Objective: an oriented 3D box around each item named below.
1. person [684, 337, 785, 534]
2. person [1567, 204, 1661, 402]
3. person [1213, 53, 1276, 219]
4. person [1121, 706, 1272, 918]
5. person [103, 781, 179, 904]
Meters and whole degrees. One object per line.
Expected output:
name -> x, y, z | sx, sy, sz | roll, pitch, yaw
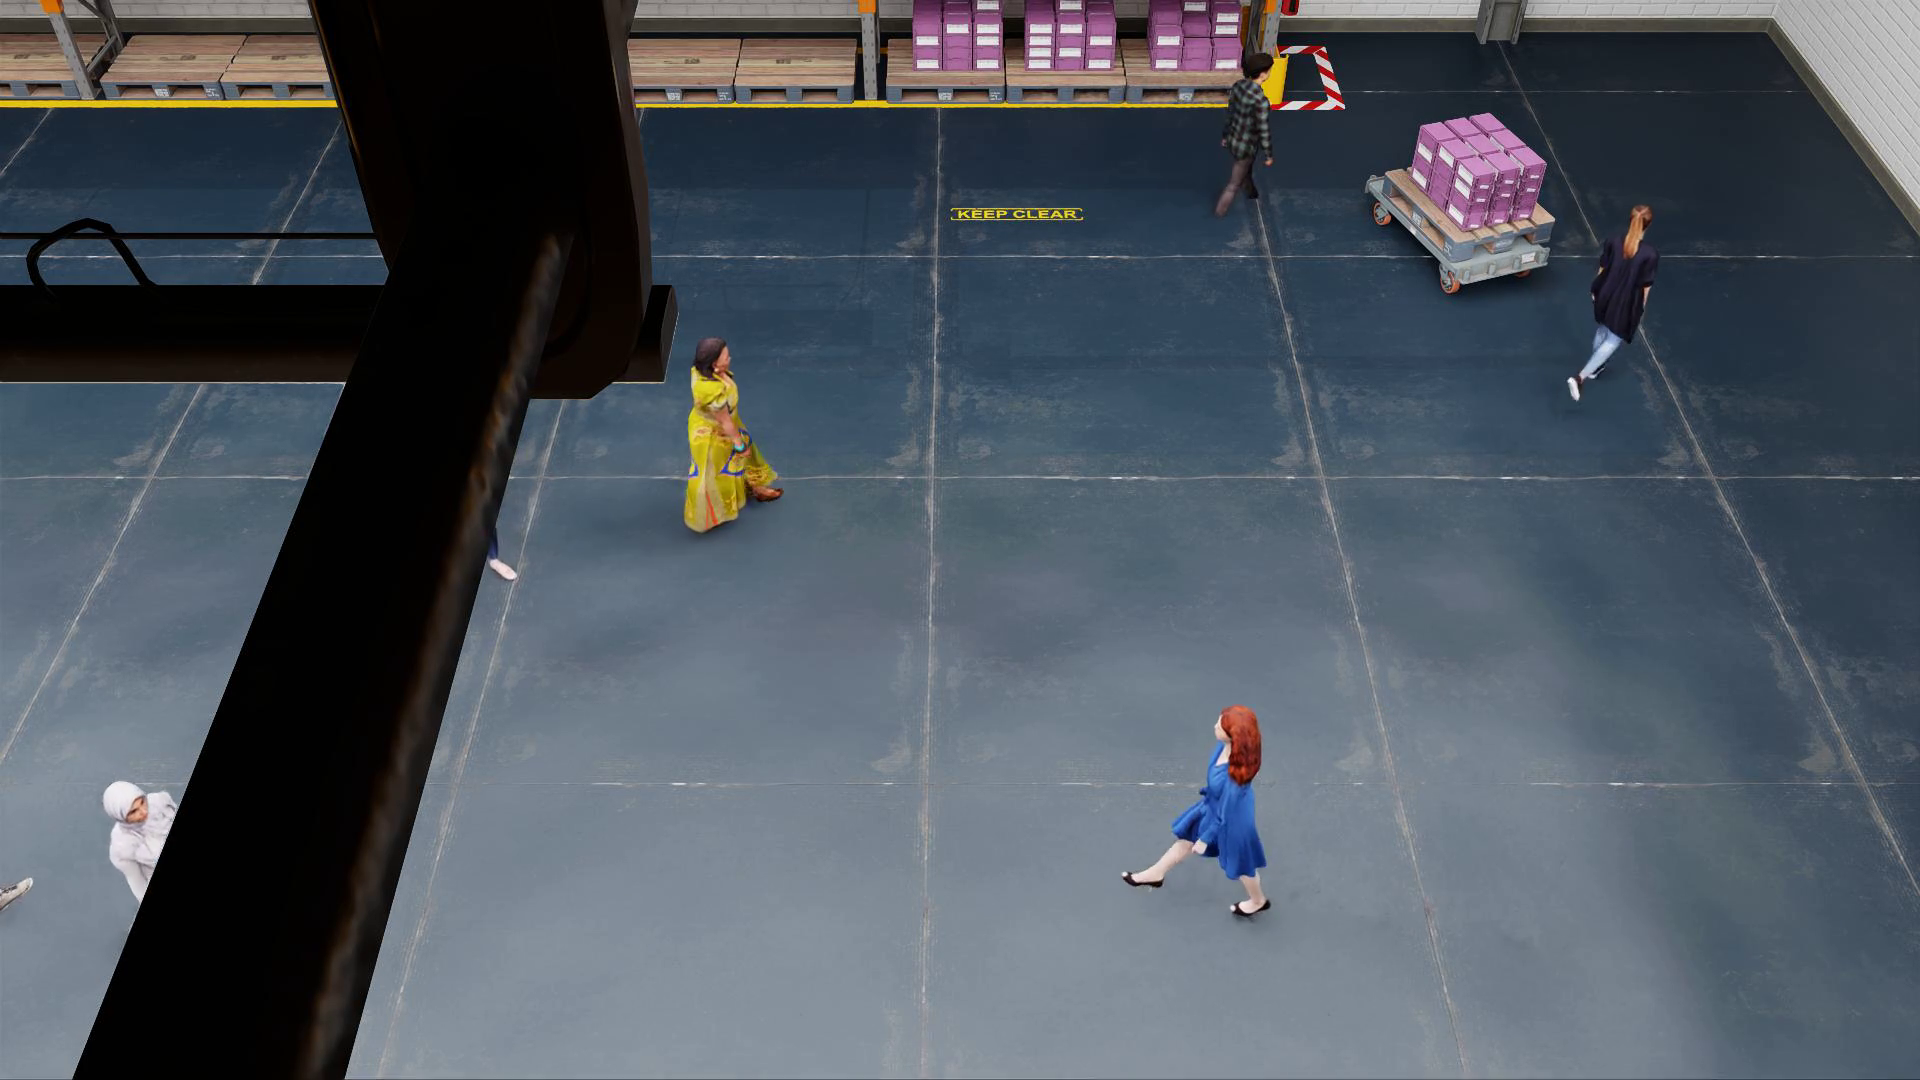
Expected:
person -> -1.823, -0.729, 11.849 | 1.077, 1.632, 0.914 | -8, 44, -8
person -> 5.095, -1.830, 12.981 | 1.079, 1.663, 0.998 | -33, 53, -30
person -> 2.508, -3.567, 15.062 | 1.152, 1.682, 0.963 | -17, 46, -17
person -> 1.589, 1.598, 9.296 | 1.164, 1.782, 0.771 | 7, 44, 7
person -> -4.329, 1.853, 9.040 | 0.768, 1.766, 0.732 | 13, 45, 13
